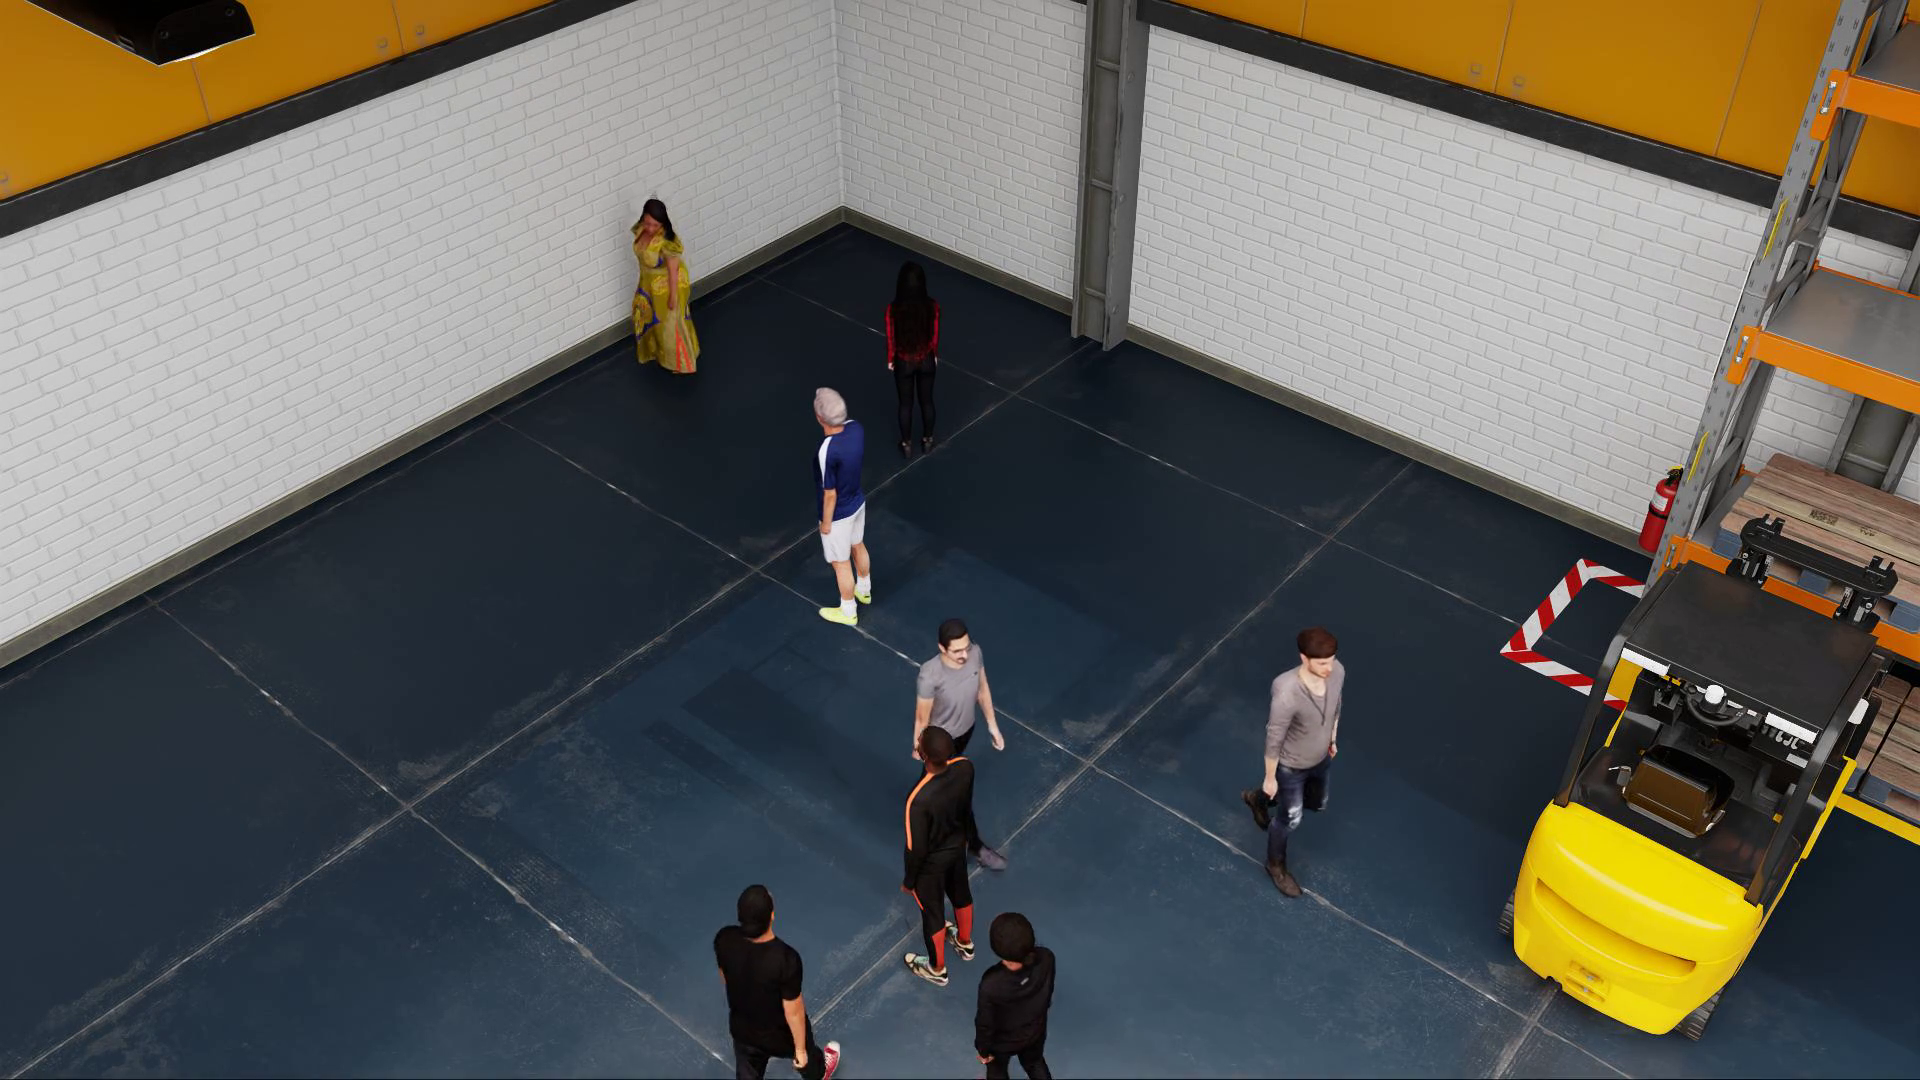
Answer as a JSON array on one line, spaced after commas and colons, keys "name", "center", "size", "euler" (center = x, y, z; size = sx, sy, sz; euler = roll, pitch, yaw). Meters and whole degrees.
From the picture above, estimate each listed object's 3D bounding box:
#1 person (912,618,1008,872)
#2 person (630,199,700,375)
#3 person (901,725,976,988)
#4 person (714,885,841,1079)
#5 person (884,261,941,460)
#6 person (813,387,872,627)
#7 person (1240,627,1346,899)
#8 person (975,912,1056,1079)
[{"name": "person", "center": [-0.129, 1.068, 9.605], "size": [0.973, 1.722, 0.637], "euler": [25, 45, 27]}, {"name": "person", "center": [-2.422, -2.106, 13.660], "size": [0.897, 1.622, 0.694], "euler": [-23, 44, -26]}, {"name": "person", "center": [-0.110, 1.657, 8.799], "size": [0.543, 1.807, 0.640], "euler": [31, 48, 33]}, {"name": "person", "center": [-0.976, 2.383, 7.965], "size": [1.155, 1.714, 0.938], "euler": [16, 41, 20]}, {"name": "person", "center": [-0.343, -1.356, 12.697], "size": [0.657, 1.652, 0.682], "euler": [-10, 40, -12]}, {"name": "person", "center": [-0.795, -0.228, 11.139], "size": [0.633, 1.834, 0.690], "euler": [15, 41, 18]}, {"name": "person", "center": [1.849, 1.167, 9.349], "size": [0.822, 1.887, 0.966], "euler": [-25, 45, -28]}, {"name": "person", "center": [0.308, 2.398, 7.992], "size": [0.821, 1.657, 1.035], "euler": [-17, 42, -21]}]
